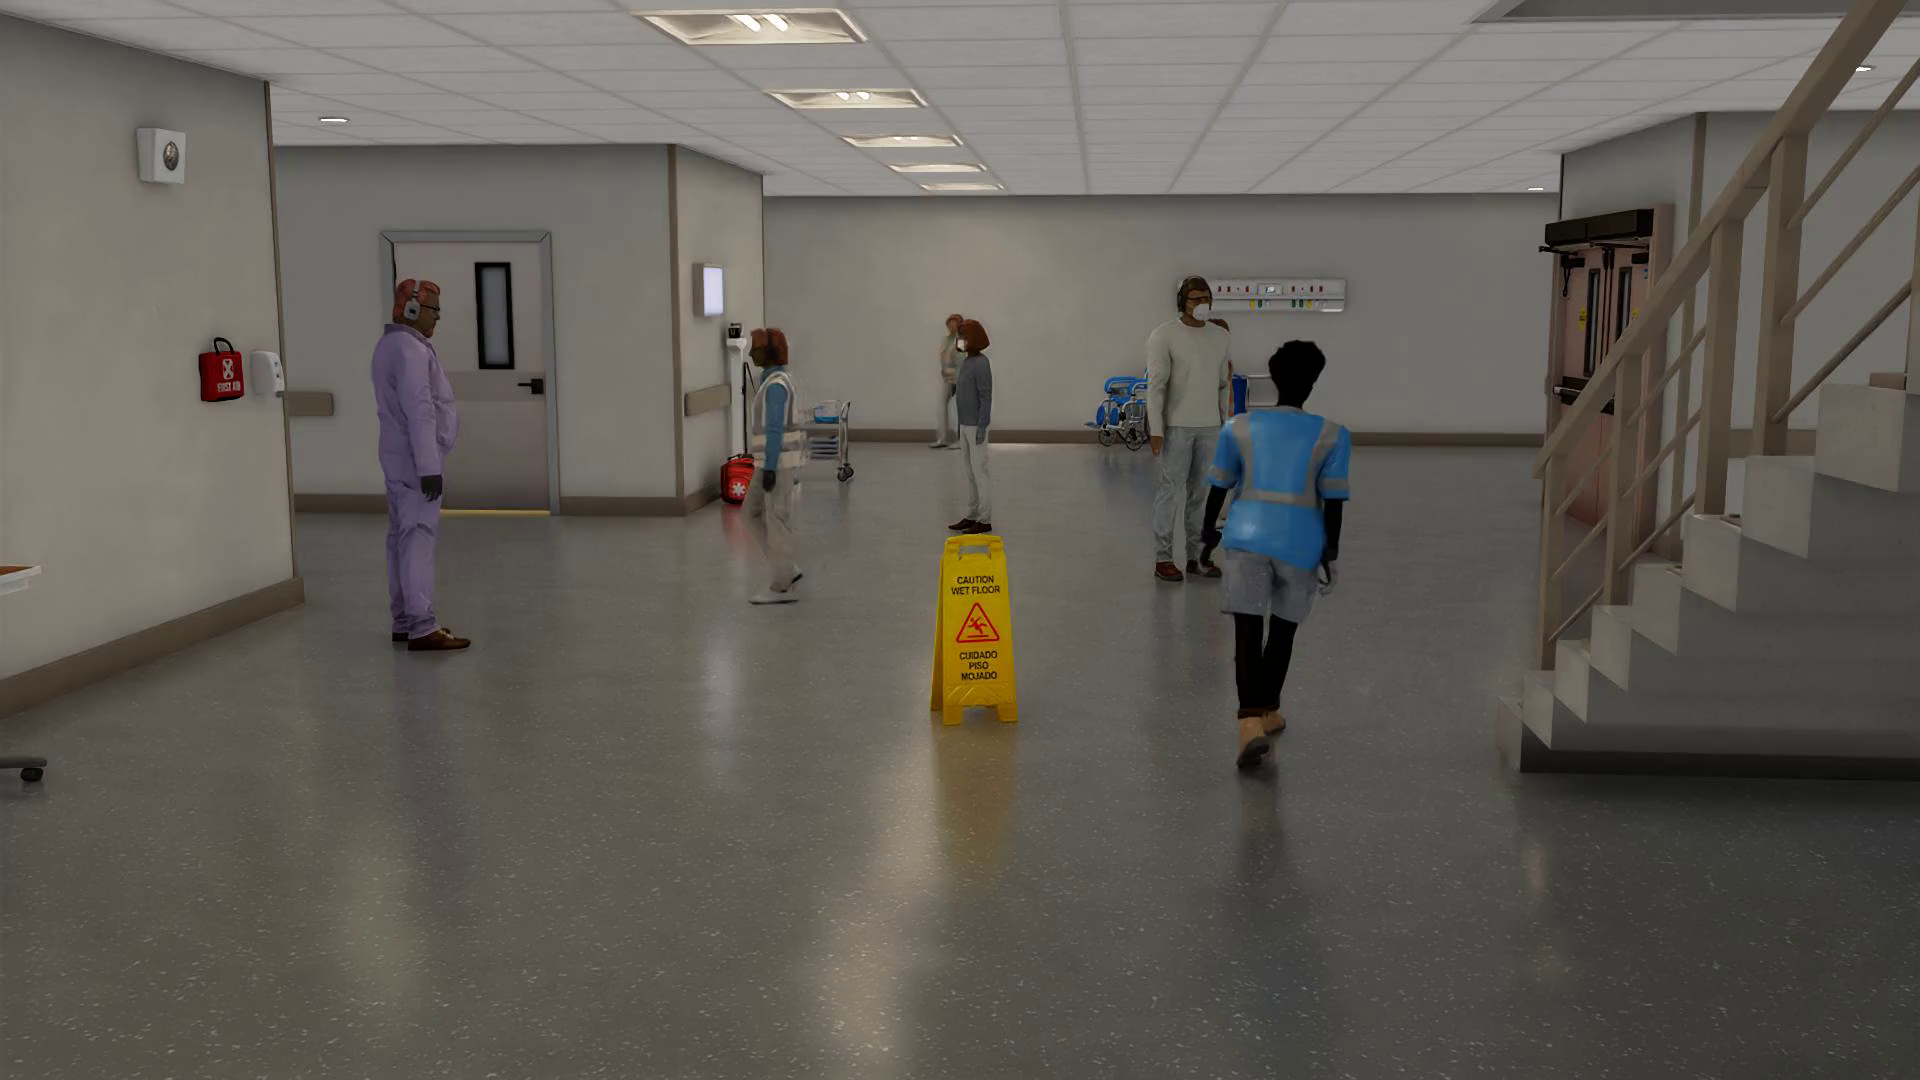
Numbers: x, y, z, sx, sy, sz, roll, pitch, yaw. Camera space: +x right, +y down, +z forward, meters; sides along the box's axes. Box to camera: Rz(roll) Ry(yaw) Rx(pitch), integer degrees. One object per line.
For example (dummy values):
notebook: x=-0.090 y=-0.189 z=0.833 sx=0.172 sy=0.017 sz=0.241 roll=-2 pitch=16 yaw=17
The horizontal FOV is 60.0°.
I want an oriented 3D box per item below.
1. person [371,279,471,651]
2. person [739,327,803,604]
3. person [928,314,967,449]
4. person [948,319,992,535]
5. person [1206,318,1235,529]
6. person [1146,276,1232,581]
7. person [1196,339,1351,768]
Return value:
person: x=-2.784 y=-0.387 z=8.577 sx=0.402 sy=1.901 sz=0.638 roll=-5 pitch=10 yaw=-29
person: x=-1.113 y=-0.428 z=9.737 sx=0.370 sy=1.625 sz=0.536 roll=-2 pitch=9 yaw=-11
person: x=-0.095 y=-1.842 z=19.465 sx=0.495 sy=1.595 sz=0.575 roll=-6 pitch=10 yaw=-35
person: x=0.093 y=-0.857 z=12.667 sx=0.273 sy=1.632 sz=0.508 roll=-3 pitch=9 yaw=-18
person: x=1.980 y=-0.903 z=12.959 sx=0.309 sy=1.641 sz=0.513 roll=-1 pitch=8 yaw=-6
person: x=1.471 y=-0.710 z=10.635 sx=0.636 sy=1.938 sz=0.354 roll=-4 pitch=9 yaw=-28
person: x=1.215 y=0.044 z=6.502 sx=0.584 sy=1.654 sz=0.854 roll=2 pitch=9 yaw=15
